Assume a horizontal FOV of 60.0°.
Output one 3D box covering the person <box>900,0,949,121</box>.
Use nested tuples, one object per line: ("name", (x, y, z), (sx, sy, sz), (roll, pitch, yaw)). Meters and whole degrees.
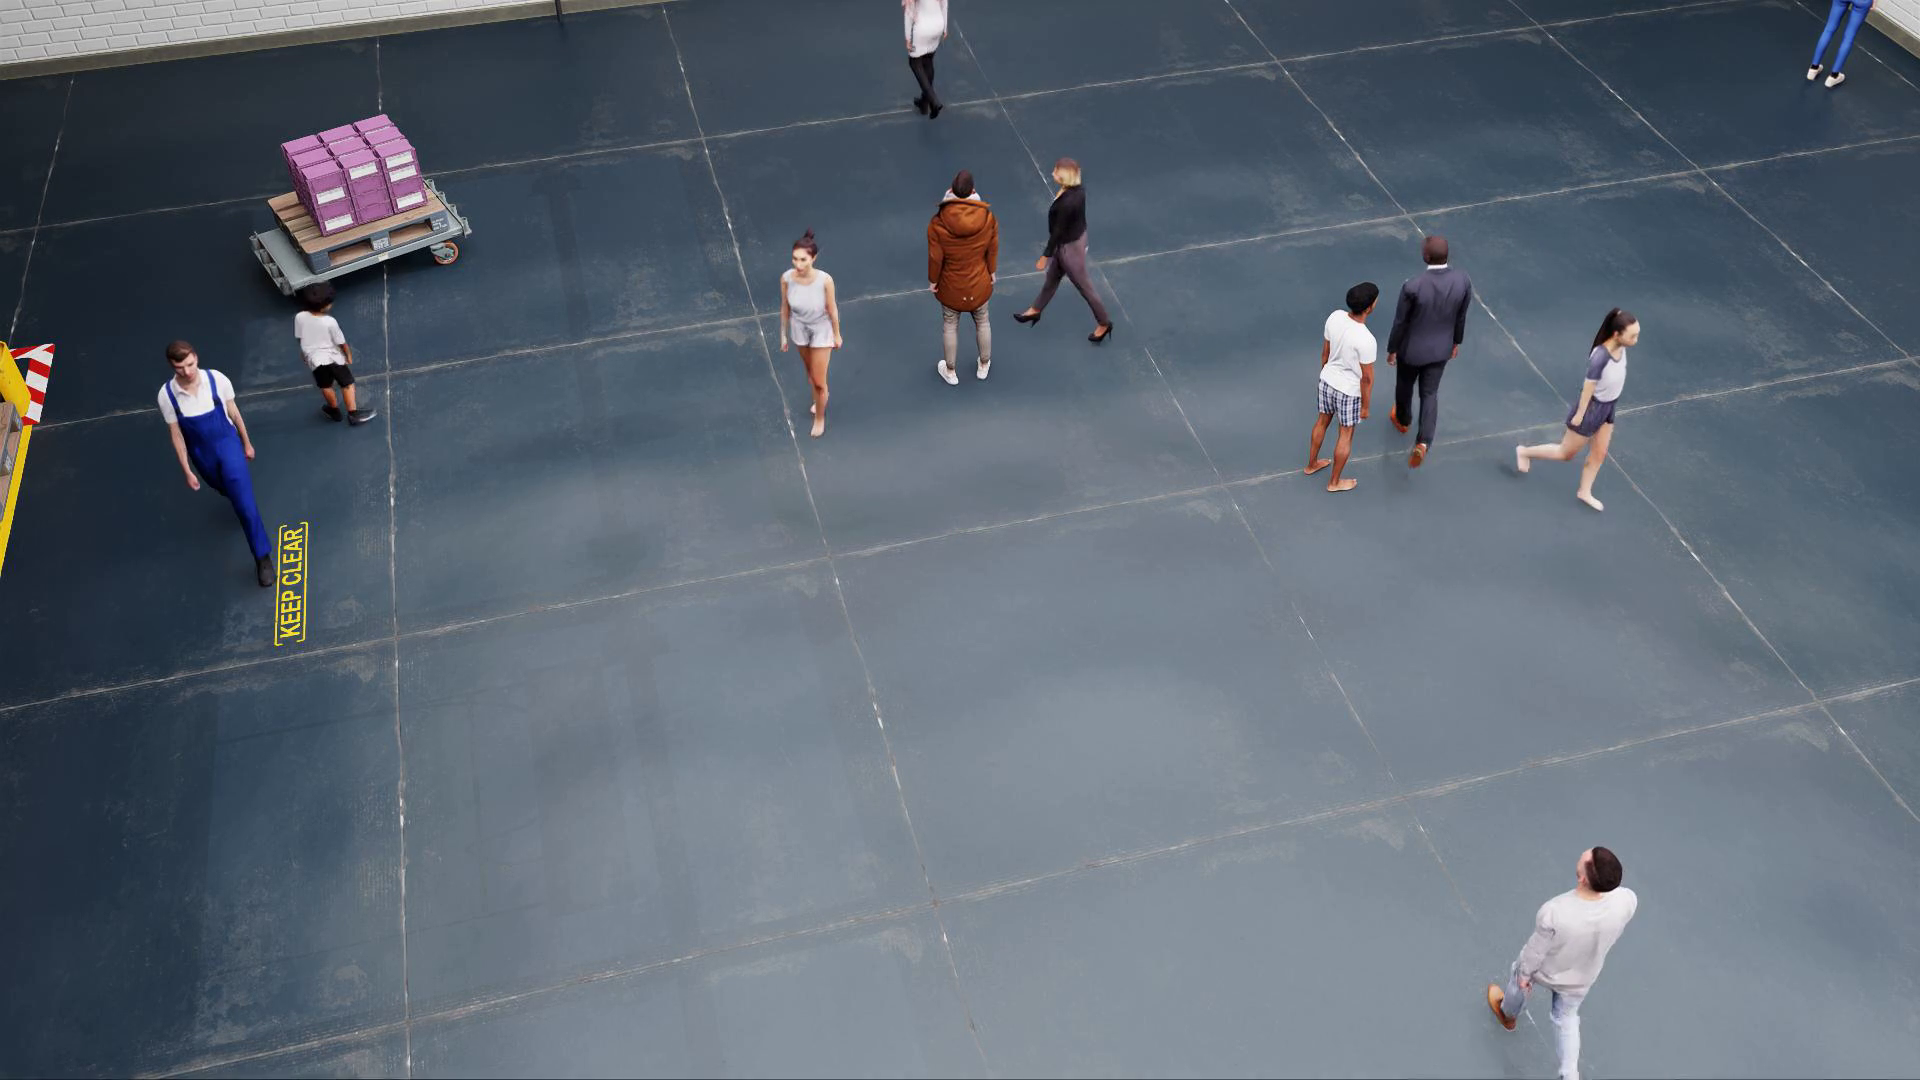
("person", (-0.289, -4.768, 15.664), (0.718, 1.789, 0.959), (-17, 46, -17))

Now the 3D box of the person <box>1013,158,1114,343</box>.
("person", (0.969, -2.232, 13.130), (0.995, 1.612, 1.090), (7, 44, 7))

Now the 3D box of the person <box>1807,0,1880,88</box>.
("person", (8.743, -5.316, 16.256), (0.665, 1.766, 0.775), (33, 53, 30))

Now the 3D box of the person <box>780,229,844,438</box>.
("person", (-1.085, -1.614, 12.496), (0.795, 1.592, 0.885), (12, 45, 13))

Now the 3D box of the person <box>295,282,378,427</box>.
("person", (-4.816, -1.402, 12.529), (0.634, 1.240, 0.553), (-13, 45, -13))

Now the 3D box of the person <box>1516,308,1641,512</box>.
("person", (4.389, -0.952, 11.780), (0.864, 1.622, 1.053), (-32, 52, -29))

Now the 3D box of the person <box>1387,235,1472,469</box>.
("person", (3.375, -1.335, 12.062), (0.879, 1.786, 1.144), (1, 44, 1))

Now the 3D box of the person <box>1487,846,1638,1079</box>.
("person", (3.070, 2.178, 8.354), (0.825, 1.815, 1.166), (-3, 44, -3))

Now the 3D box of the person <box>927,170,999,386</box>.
("person", (0.028, -1.995, 12.718), (0.708, 1.837, 0.686), (-9, 44, -9))

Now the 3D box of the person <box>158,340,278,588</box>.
("person", (-5.079, -0.641, 11.318), (0.791, 1.807, 1.334), (-18, 46, -18))

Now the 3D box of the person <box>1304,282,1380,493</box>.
("person", (2.731, -1.094, 11.847), (0.743, 1.735, 0.569), (-23, 48, -22))
